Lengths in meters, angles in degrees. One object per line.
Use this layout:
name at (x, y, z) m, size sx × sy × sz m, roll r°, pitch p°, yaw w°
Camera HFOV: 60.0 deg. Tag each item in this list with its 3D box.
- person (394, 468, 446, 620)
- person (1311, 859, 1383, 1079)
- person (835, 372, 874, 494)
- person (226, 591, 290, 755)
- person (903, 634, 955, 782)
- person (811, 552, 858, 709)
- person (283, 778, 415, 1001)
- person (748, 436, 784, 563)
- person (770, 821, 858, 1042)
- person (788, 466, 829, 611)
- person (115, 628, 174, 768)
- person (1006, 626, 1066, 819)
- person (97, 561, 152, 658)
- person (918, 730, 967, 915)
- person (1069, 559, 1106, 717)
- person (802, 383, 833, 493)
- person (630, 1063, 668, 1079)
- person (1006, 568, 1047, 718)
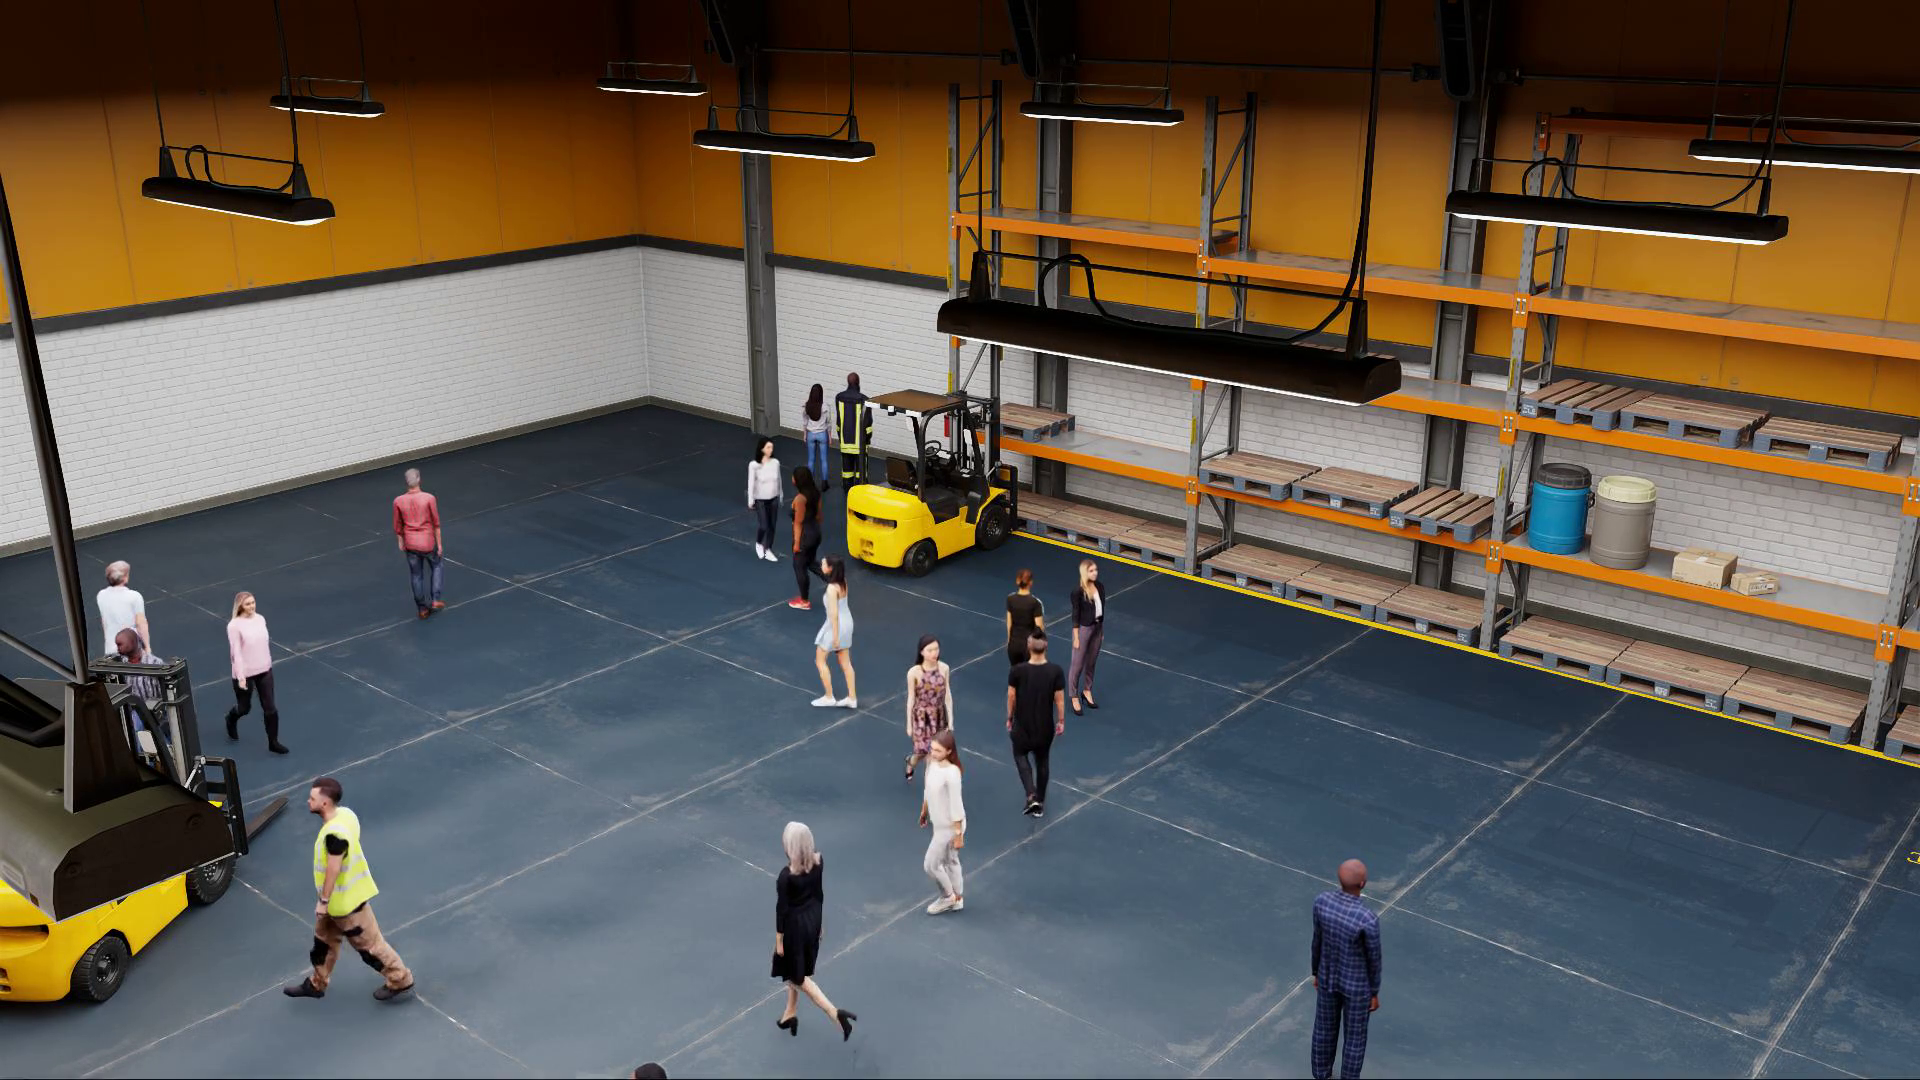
person at (-6.444, 0.070, 19.803) m, size 0.852 × 1.815 × 0.908 m, roll -2°, pitch 19°, yaw -6°
person at (2.596, 2.962, 11.209) m, size 0.518 × 1.820 × 0.703 m, roll 15°, pitch 24°, yaw 37°
person at (-1.573, -1.611, 24.787) m, size 0.726 × 1.821 × 0.883 m, roll 7°, pitch 20°, yaw 21°
person at (-7.031, 1.300, 16.381) m, size 1.056 × 1.668 × 0.647 m, roll 12°, pitch 22°, yaw 32°
person at (-0.322, 1.666, 15.181) m, size 0.914 × 1.740 × 1.238 m, roll -10°, pitch 21°, yaw -27°
person at (-1.187, 0.955, 17.336) m, size 0.804 × 1.713 × 0.729 m, roll 5°, pitch 19°, yaw 14°
person at (-4.472, 2.616, 12.261) m, size 1.153 × 1.805 × 1.217 m, roll -6°, pitch 19°, yaw -17°
person at (-2.587, -0.550, 21.838) m, size 0.703 × 1.691 × 0.694 m, roll -13°, pitch 22°, yaw -33°
person at (-1.073, 2.826, 11.769) m, size 0.989 × 1.720 × 0.629 m, roll 14°, pitch 23°, yaw 35°
person at (-1.770, -0.007, 20.052) m, size 0.967 × 1.802 × 0.825 m, roll 7°, pitch 20°, yaw 21°
person at (-7.390, 1.611, 15.325) m, size 0.986 × 1.753 × 1.015 m, roll 0°, pitch 19°, yaw -1°
person at (0.681, 1.669, 14.982) m, size 0.876 × 1.862 × 0.934 m, roll -2°, pitch 19°, yaw -6°
person at (-8.408, 1.124, 16.675) m, size 0.853 × 1.815 × 0.915 m, roll 0°, pitch 19°, yaw -1°
person at (-0.039, 2.282, 13.456) m, size 0.829 × 1.674 × 0.729 m, roll -5°, pitch 19°, yaw -14°
person at (1.310, 0.990, 17.299) m, size 0.626 × 1.671 × 0.573 m, roll -15°, pitch 24°, yaw -38°
person at (-2.135, -1.540, 24.876) m, size 0.643 × 1.630 × 0.736 m, roll 1°, pitch 19°, yaw 4°
person at (-1.711, 3.669, 9.265) m, size 0.451 × 1.720 × 0.688 m, roll 18°, pitch 25°, yaw 42°
person at (0.669, 1.088, 17.011) m, size 0.516 × 1.668 × 0.663 m, roll 12°, pitch 22°, yaw 33°
